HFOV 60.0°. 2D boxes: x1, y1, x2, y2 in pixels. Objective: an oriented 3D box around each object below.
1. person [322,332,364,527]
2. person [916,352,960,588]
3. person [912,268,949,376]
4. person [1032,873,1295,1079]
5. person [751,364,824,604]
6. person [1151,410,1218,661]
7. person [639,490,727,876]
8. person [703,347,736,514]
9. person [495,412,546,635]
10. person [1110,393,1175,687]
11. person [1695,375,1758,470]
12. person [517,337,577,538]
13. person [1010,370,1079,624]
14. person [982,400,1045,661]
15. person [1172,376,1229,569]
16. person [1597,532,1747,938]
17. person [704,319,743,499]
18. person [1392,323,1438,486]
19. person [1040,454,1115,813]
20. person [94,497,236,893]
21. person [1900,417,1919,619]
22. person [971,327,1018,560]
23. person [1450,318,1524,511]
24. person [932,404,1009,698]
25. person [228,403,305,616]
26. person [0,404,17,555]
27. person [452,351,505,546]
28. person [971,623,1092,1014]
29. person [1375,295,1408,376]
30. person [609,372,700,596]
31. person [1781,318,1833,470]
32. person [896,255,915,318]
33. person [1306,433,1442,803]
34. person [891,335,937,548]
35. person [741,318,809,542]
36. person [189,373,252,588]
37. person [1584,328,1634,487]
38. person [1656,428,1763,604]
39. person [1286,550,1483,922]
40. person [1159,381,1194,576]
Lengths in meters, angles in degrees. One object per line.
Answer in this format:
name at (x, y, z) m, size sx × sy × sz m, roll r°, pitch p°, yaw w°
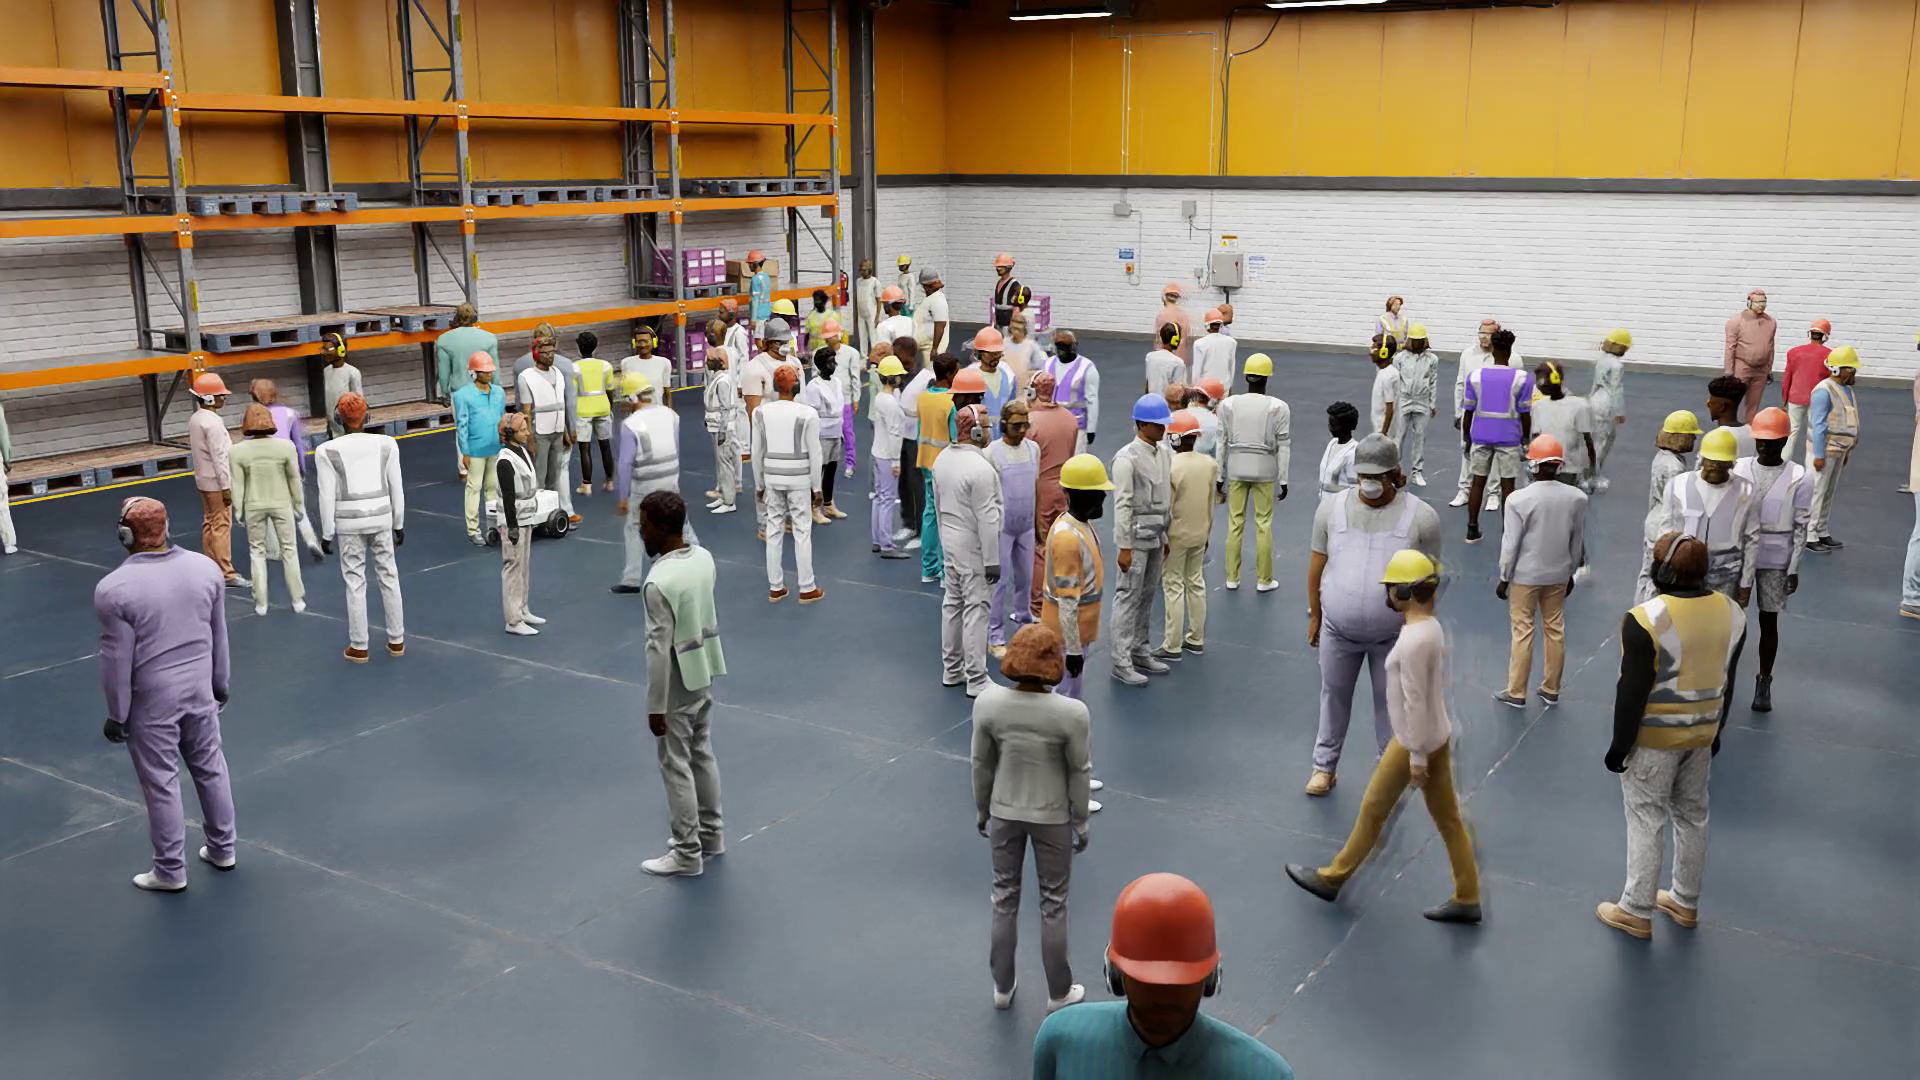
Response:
person at (-5.762, -1.010, 15.559) m, size 0.515 × 1.872 × 0.333 m, roll 9°, pitch 15°, yaw 33°
person at (-0.139, -0.567, 13.534) m, size 0.388 × 1.919 × 0.594 m, roll -9°, pitch 16°, yaw -35°
person at (-0.416, -2.612, 22.137) m, size 0.535 × 2.000 × 0.674 m, roll -2°, pitch 13°, yaw -8°
person at (0.419, 1.667, 3.671) m, size 0.612 × 1.997 × 0.375 m, roll 4°, pitch 14°, yaw 19°
person at (-1.342, -0.432, 13.028) m, size 0.575 × 1.883 × 0.362 m, roll 4°, pitch 14°, yaw 18°
person at (1.535, -0.035, 11.585) m, size 0.572 × 1.750 × 0.329 m, roll -11°, pitch 17°, yaw -40°
person at (-1.350, 0.696, 8.089) m, size 0.391 × 1.910 × 0.592 m, roll 4°, pitch 13°, yaw 15°
person at (-2.361, -1.082, 16.378) m, size 0.306 × 1.639 × 0.523 m, roll -4°, pitch 13°, yaw -15°
person at (-3.252, -0.126, 12.232) m, size 0.307 × 1.639 × 0.525 m, roll -1°, pitch 13°, yaw -2°
person at (1.225, -0.011, 11.057) m, size 0.404 × 1.945 × 0.616 m, roll 9°, pitch 16°, yaw 34°
person at (5.371, -0.189, 11.787) m, size 0.615 × 1.963 × 0.361 m, roll -10°, pitch 17°, yaw -38°
person at (-3.840, -0.962, 15.403) m, size 0.389 × 1.847 × 0.567 m, roll 6°, pitch 14°, yaw 24°
person at (0.597, -0.322, 12.496) m, size 0.401 × 1.907 × 0.646 m, roll 12°, pitch 17°, yaw 42°
person at (0.358, -0.070, 11.570) m, size 0.519 × 1.836 × 0.343 m, roll -9°, pitch 16°, yaw -34°
person at (1.956, -0.503, 13.746) m, size 0.573 × 1.683 × 0.862 m, roll 10°, pitch 16°, yaw 38°
person at (3.162, 0.870, 7.465) m, size 0.627 × 1.844 × 0.429 m, roll -5°, pitch 14°, yaw -19°
person at (-2.440, -1.337, 17.032) m, size 0.328 × 1.844 × 0.511 m, roll 6°, pitch 14°, yaw 24°
person at (4.818, -1.432, 17.669) m, size 0.493 × 1.743 × 0.310 m, roll 0°, pitch 13°, yaw 1°
person at (0.627, 0.486, 8.946) m, size 0.381 × 1.928 × 0.587 m, roll 2°, pitch 13°, yaw 9°
person at (-3.799, 0.730, 7.939) m, size 0.403 × 1.904 × 0.652 m, roll 7°, pitch 15°, yaw 29°
person at (7.411, -0.397, 12.624) m, size 0.376 × 1.997 × 0.612 m, roll 8°, pitch 15°, yaw 32°
person at (0.251, -0.807, 14.301) m, size 0.607 × 2.044 × 0.378 m, roll -8°, pitch 15°, yaw -31°
person at (5.200, -1.241, 16.485) m, size 0.644 × 1.907 × 0.400 m, roll 10°, pitch 16°, yaw 37°
person at (0.087, 0.068, 10.804) m, size 0.407 × 1.910 × 0.639 m, roll -7°, pitch 15°, yaw -29°
person at (-5.290, -0.228, 12.713) m, size 0.504 × 1.628 × 0.279 m, roll -4°, pitch 14°, yaw -19°
person at (-8.552, -0.650, 14.499) m, size 0.514 × 1.642 × 0.310 m, roll -9°, pitch 16°, yaw -35°
person at (-4.298, -0.838, 15.066) m, size 0.332 × 1.753 × 0.561 m, roll 8°, pitch 15°, yaw 33°
person at (0.289, 1.135, 6.776) m, size 0.501 × 1.631 × 0.286 m, roll 5°, pitch 14°, yaw 19°
person at (5.784, -2.461, 22.350) m, size 0.514 × 1.645 × 0.308 m, roll -5°, pitch 14°, yaw -21°
person at (-2.455, -0.450, 13.332) m, size 0.484 × 1.798 × 0.717 m, roll 10°, pitch 17°, yaw 38°
person at (9.310, -1.552, 18.206) m, size 0.574 × 1.737 × 0.354 m, roll 10°, pitch 16°, yaw 37°
person at (-0.973, -4.168, 29.509) m, size 0.340 × 1.761 × 0.524 m, roll -7°, pitch 15°, yaw -28°
person at (2.201, 0.426, 8.958) m, size 0.684 × 2.000 × 0.535 m, roll 5°, pitch 14°, yaw 22°
person at (-0.434, -0.903, 15.031) m, size 0.607 × 1.918 × 0.399 m, roll 13°, pitch 18°, yaw 43°
person at (-1.616, -1.009, 15.181) m, size 0.537 × 2.000 × 0.683 m, roll 10°, pitch 16°, yaw 37°
person at (-6.032, -0.482, 13.526) m, size 0.330 × 1.751 × 0.563 m, roll -11°, pitch 17°, yaw -38°
person at (6.855, -1.384, 17.537) m, size 0.474 × 1.706 × 0.535 m, roll 0°, pitch 13°, yaw -1°
person at (4.677, 0.193, 10.446) m, size 0.592 × 1.825 × 0.403 m, roll 6°, pitch 14°, yaw 26°
person at (2.020, 0.896, 7.624) m, size 0.924 × 1.707 × 0.541 m, roll 6°, pitch 14°, yaw 26°
person at (1.798, -0.496, 13.835) m, size 0.309 × 1.641 × 0.514 m, roll -11°, pitch 17°, yaw -40°
